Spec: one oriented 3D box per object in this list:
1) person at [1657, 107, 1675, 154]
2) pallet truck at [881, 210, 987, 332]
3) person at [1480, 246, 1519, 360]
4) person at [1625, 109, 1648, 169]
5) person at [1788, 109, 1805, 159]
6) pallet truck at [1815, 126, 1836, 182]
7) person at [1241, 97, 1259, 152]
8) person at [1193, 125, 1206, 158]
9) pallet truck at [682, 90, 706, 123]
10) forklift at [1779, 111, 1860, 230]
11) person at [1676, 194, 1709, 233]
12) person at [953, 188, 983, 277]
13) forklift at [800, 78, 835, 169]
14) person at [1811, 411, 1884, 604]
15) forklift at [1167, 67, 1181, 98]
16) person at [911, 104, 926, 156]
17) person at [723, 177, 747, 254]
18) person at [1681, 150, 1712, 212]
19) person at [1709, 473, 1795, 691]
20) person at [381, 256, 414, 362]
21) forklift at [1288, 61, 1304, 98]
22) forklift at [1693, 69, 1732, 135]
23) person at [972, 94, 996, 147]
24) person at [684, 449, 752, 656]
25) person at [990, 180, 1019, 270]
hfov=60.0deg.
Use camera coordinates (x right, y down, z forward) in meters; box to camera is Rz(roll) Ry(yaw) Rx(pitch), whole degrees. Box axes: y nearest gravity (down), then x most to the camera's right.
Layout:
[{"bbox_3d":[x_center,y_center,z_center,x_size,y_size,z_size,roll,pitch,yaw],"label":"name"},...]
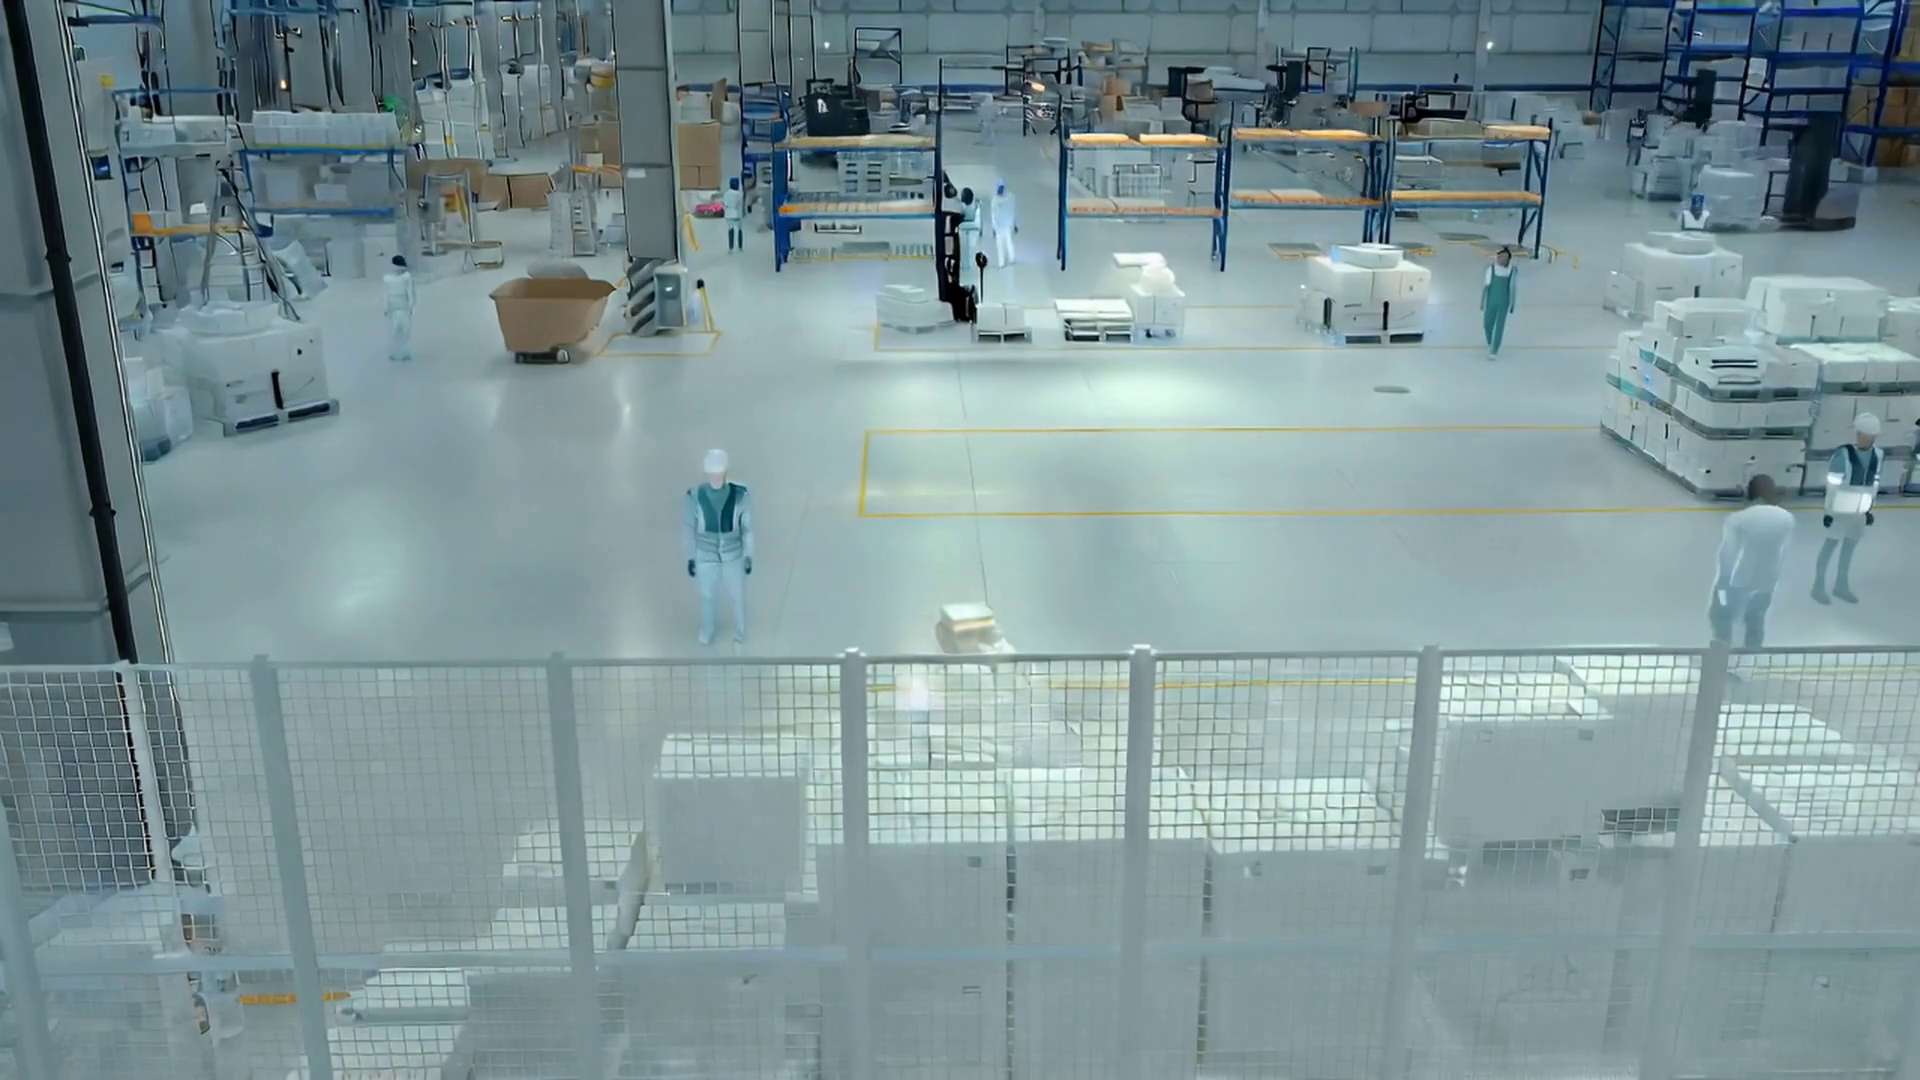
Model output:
[{"bbox_3d":[24.942,-14.435,58.641,0.519,1.616,0.678,18,25,42],"label":"person"},{"bbox_3d":[-0.493,-4.759,29.349,1.885,1.965,0.823,-13,23,-34],"label":"pallet truck"},{"bbox_3d":[8.702,-3.837,26.868,0.547,1.831,0.464,8,20,24],"label":"person"},{"bbox_3d":[22.035,-13.074,54.160,0.594,1.910,0.382,13,22,33],"label":"person"},{"bbox_3d":[27.513,-13.274,54.851,0.621,1.845,0.429,-14,23,-35],"label":"person"},{"bbox_3d":[26.403,-11.957,50.702,0.823,1.965,1.885,6,19,16],"label":"pallet truck"},{"bbox_3d":[10.285,-14.764,59.121,0.628,1.940,0.377,3,19,9],"label":"person"},{"bbox_3d":[7.346,-12.032,51.542,0.532,1.587,0.875,1,19,3],"label":"person"},{"bbox_3d":[-9.671,-15.907,62.421,0.823,1.965,1.885,5,19,15],"label":"pallet truck"},{"bbox_3d":[20.982,-9.064,40.760,1.873,2.768,1.129,-1,19,-2],"label":"forklift"},{"bbox_3d":[14.392,-5.866,32.792,0.592,1.904,0.462,-2,19,-6],"label":"person"},{"bbox_3d":[0.162,-6.419,34.576,0.632,1.815,0.848,2,19,5],"label":"person"},{"bbox_3d":[-4.527,-13.620,54.275,1.129,2.768,1.873,-6,20,-18],"label":"forklift"},{"bbox_3d":[8.708,-0.315,16.255,0.543,1.939,0.361,-3,19,-7],"label":"person"},{"bbox_3d":[7.822,-15.879,60.978,1.873,2.768,1.129,-1,19,-2],"label":"forklift"},{"bbox_3d":[-1.377,-13.786,56.280,0.552,1.908,0.867,8,20,24],"label":"person"},{"bbox_3d":[-5.036,-7.253,37.217,0.531,1.692,0.320,10,21,28],"label":"person"},{"bbox_3d":[18.489,-8.817,41.608,0.795,1.862,0.588,-4,19,-11],"label":"person"},{"bbox_3d":[6.772,0.358,14.284,0.641,1.922,0.464,-2,19,-5],"label":"person"},{"bbox_3d":[-9.009,-3.709,26.692,0.514,1.705,0.364,-4,19,-11],"label":"person"},{"bbox_3d":[13.218,-17.524,65.857,1.873,2.768,1.129,-1,19,-2],"label":"forklift"},{"bbox_3d":[26.710,-15.480,59.794,1.873,2.768,1.129,-1,19,-1],"label":"forklift"},{"bbox_3d":[0.883,-15.388,61.049,0.991,1.892,0.636,4,19,12],"label":"person"},{"bbox_3d":[-2.165,0.126,14.928,0.612,1.950,0.377,-4,19,-11],"label":"person"},{"bbox_3d":[0.970,-6.756,35.475,0.660,1.877,0.937,7,20,21],"label":"person"}]
